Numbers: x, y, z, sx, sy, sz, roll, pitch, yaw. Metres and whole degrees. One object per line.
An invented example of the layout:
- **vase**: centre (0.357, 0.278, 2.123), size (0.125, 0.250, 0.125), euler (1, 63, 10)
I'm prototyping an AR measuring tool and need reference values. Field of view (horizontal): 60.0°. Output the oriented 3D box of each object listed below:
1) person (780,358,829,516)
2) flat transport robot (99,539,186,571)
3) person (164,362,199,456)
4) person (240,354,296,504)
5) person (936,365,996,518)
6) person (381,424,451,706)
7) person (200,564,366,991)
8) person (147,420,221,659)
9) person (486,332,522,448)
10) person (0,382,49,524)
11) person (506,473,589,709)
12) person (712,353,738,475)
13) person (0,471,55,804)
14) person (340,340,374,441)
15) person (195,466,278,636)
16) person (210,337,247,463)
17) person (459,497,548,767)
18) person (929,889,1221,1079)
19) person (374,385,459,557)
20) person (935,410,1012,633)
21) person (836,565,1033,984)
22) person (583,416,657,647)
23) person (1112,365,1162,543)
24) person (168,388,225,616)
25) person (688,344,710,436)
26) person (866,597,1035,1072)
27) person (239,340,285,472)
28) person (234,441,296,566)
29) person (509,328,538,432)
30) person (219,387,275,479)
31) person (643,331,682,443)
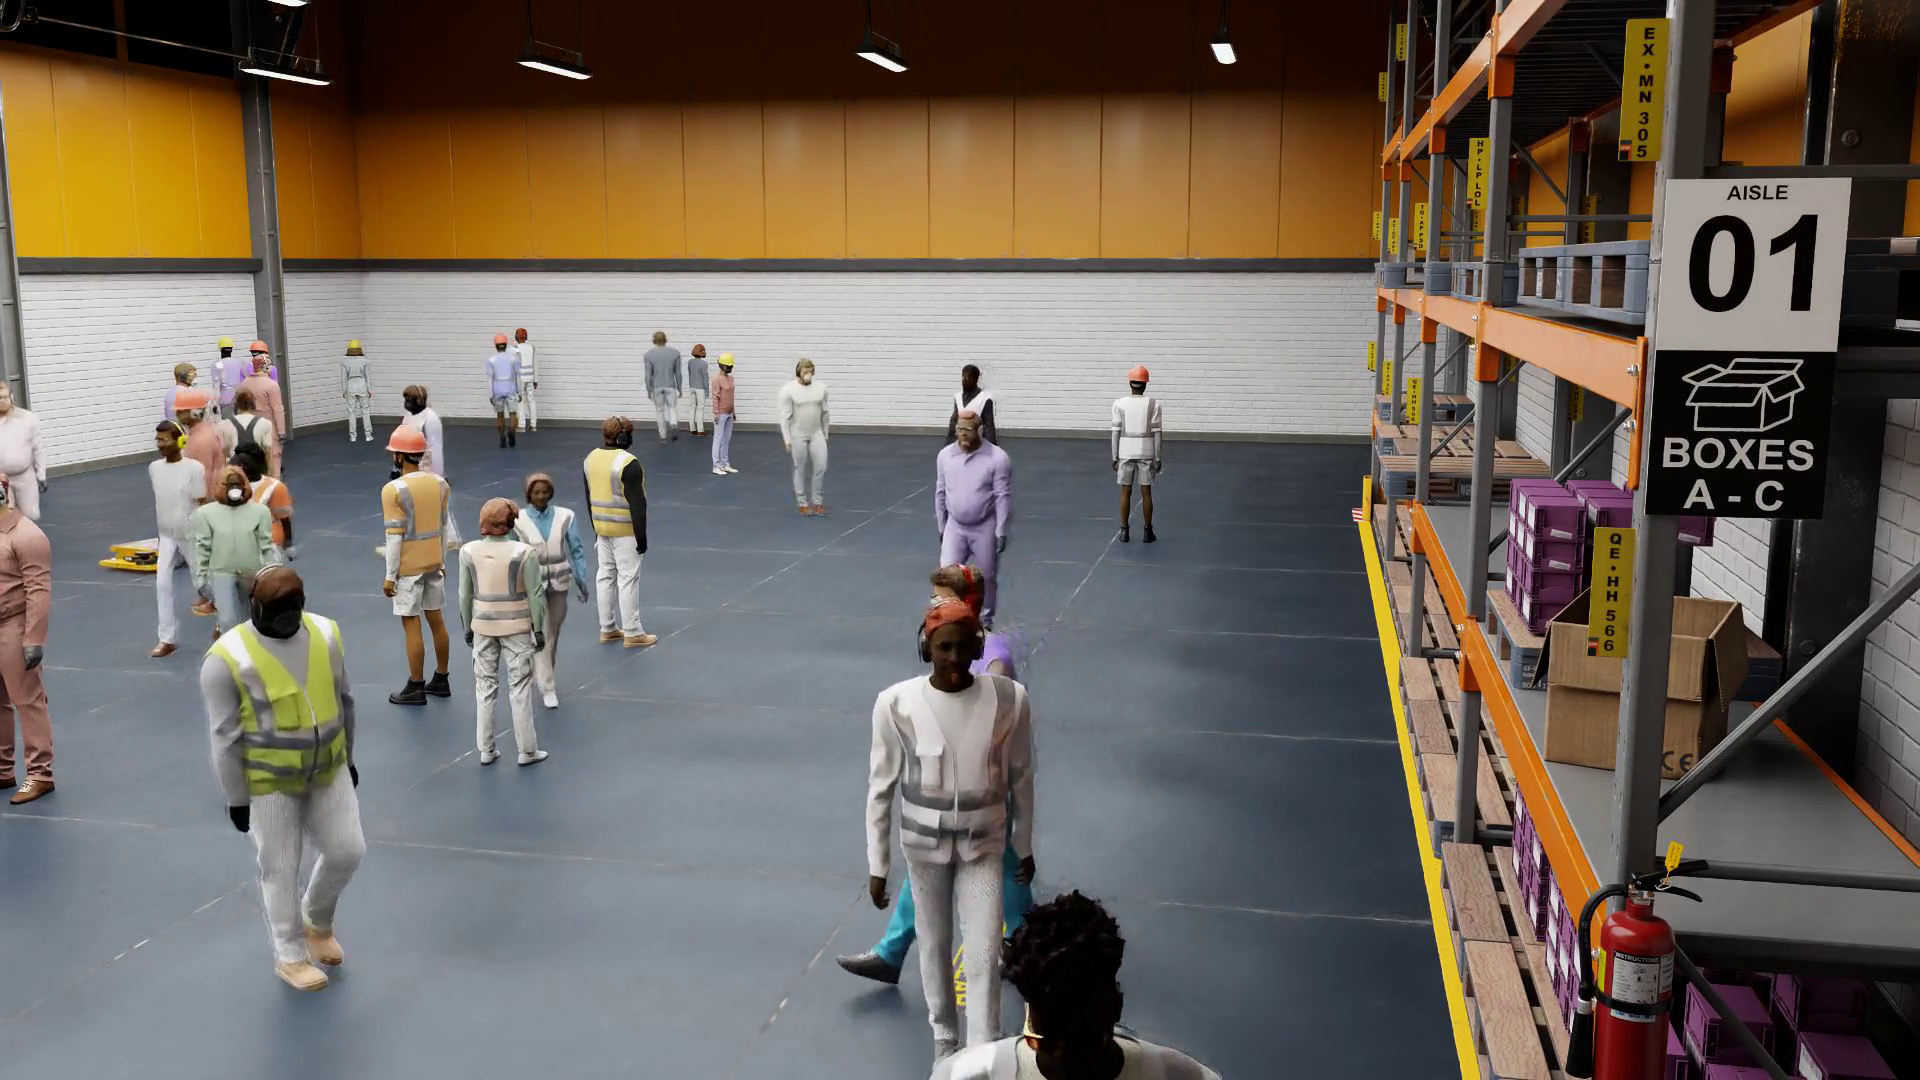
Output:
- **person**: centre (-1.818, -1.216, 19.896), size (0.663, 1.914, 0.662), euler (-5, 11, -27)
- **flat transport robot**: centre (-7.949, 0.092, 16.982), size (0.652, 0.197, 1.431), euler (4, 10, 24)
- **person**: centre (-8.748, -1.042, 18.808), size (0.629, 1.936, 0.374), euler (9, 13, 42)
- **person**: centre (-8.749, -1.391, 20.999), size (0.643, 1.909, 0.410), euler (4, 10, 25)
- **person**: centre (0.080, -1.099, 19.359), size (1.003, 1.868, 0.598), euler (-7, 12, -35)
- **person**: centre (-3.764, 0.171, 11.481), size (0.352, 1.942, 0.545), euler (5, 11, 27)
- **person**: centre (-2.784, 0.987, 6.928), size (0.446, 1.823, 0.642), euler (7, 12, 38)
- **person**: centre (-6.095, -0.045, 13.112), size (0.527, 1.841, 0.909), euler (2, 10, 11)
- **person**: centre (-7.473, -2.440, 27.280), size (0.567, 1.922, 0.638), euler (-3, 10, -16)
- **person**: centre (-9.397, -0.626, 16.434), size (0.659, 1.891, 0.642), euler (-8, 12, -39)
- **person**: centre (-2.897, 0.317, 11.639), size (0.528, 1.597, 0.853), euler (-5, 11, -27)
- **person**: centre (-3.385, -1.822, 24.047), size (0.337, 1.758, 0.531), euler (4, 10, 23)
- **person**: centre (-5.435, 0.534, 9.401), size (0.643, 1.909, 0.409), euler (3, 10, 19)
- **person**: centre (-10.363, -2.563, 28.566), size (0.487, 1.737, 0.321), euler (-3, 10, -16)
- **person**: centre (-5.089, 0.284, 11.752), size (0.531, 1.610, 0.585), euler (-6, 11, -32)
- **person**: centre (-11.171, -2.142, 25.458), size (0.387, 1.926, 0.591), euler (7, 12, 37)
- **person**: centre (-2.761, 0.560, 10.055), size (0.522, 1.636, 0.309), euler (1, 10, 8)
- **person**: centre (0.226, 1.566, 3.225), size (0.629, 1.904, 0.999), euler (-1, 9, -5)
- **person**: centre (-5.647, -0.715, 17.277), size (0.963, 1.792, 0.622), euler (-7, 12, -37)
- **person**: centre (0.080, -0.084, 13.195), size (0.666, 1.882, 0.704), euler (3, 10, 17)
- **person**: centre (-0.055, 1.001, 6.883), size (0.927, 1.799, 0.598), euler (-5, 11, -27)
- **person**: centre (-2.694, -0.069, 13.228), size (0.630, 1.843, 0.429), euler (8, 12, 38)
- **person**: centre (1.930, -0.937, 18.169), size (0.552, 1.935, 0.374), euler (2, 10, 9)
- **person**: centre (-6.544, -0.318, 14.287), size (0.496, 1.980, 0.630), euler (-5, 11, -28)
- **person**: centre (-4.637, -2.663, 29.511), size (0.494, 1.624, 0.279), euler (8, 12, 38)
- **person**: centre (-0.024, 1.143, 5.889), size (0.613, 1.847, 0.910), euler (0, 9, -2)
- **person**: centre (-10.162, -1.936, 24.219), size (0.542, 1.927, 0.374), euler (-1, 9, -4)
- **person**: centre (-5.559, 0.042, 13.119), size (0.531, 1.640, 0.857), euler (3, 10, 17)
- **person**: centre (-7.892, -2.885, 30.066), size (0.341, 1.882, 0.587), euler (8, 12, 39)
- **person**: centre (-7.206, -0.642, 16.828), size (0.525, 1.801, 0.957), euler (-3, 10, -20)
- **person**: centre (-5.000, -2.566, 28.044), size (0.651, 1.919, 0.551), euler (-3, 10, -17)
